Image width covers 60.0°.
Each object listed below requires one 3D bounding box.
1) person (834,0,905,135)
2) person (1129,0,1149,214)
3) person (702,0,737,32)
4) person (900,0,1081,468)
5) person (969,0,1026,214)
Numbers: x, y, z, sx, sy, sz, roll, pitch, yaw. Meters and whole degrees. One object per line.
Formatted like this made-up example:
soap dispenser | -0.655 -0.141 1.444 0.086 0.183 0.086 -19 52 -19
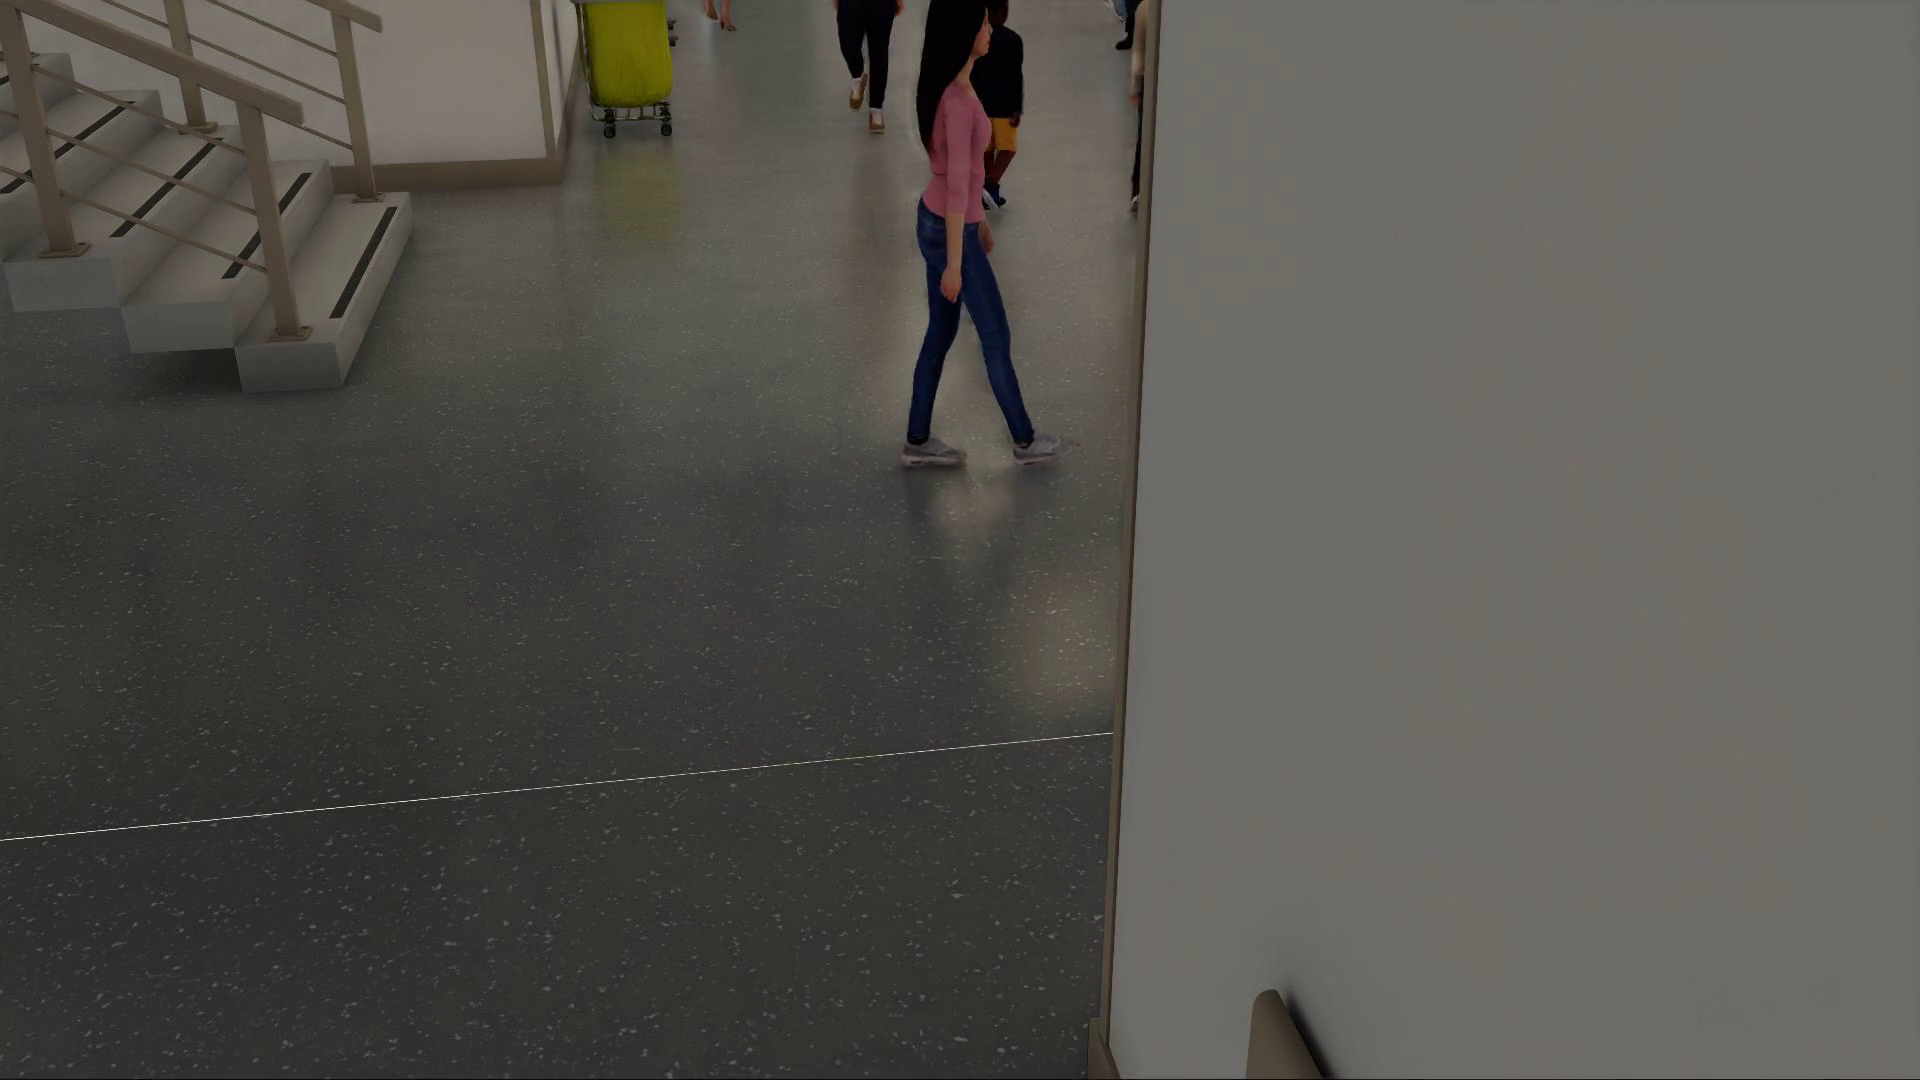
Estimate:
person | -0.621 -3.752 11.307 0.877 1.879 0.801 0 26 0
person | 1.116 -2.460 9.122 0.654 1.452 0.722 7 27 15
person | -2.247 -5.566 15.254 0.792 1.720 0.850 -23 34 -39
person | -0.087 -1.066 5.912 0.890 1.729 0.631 -3 26 -5
person | 0.168 -2.450 9.317 0.712 1.265 0.755 12 28 23
